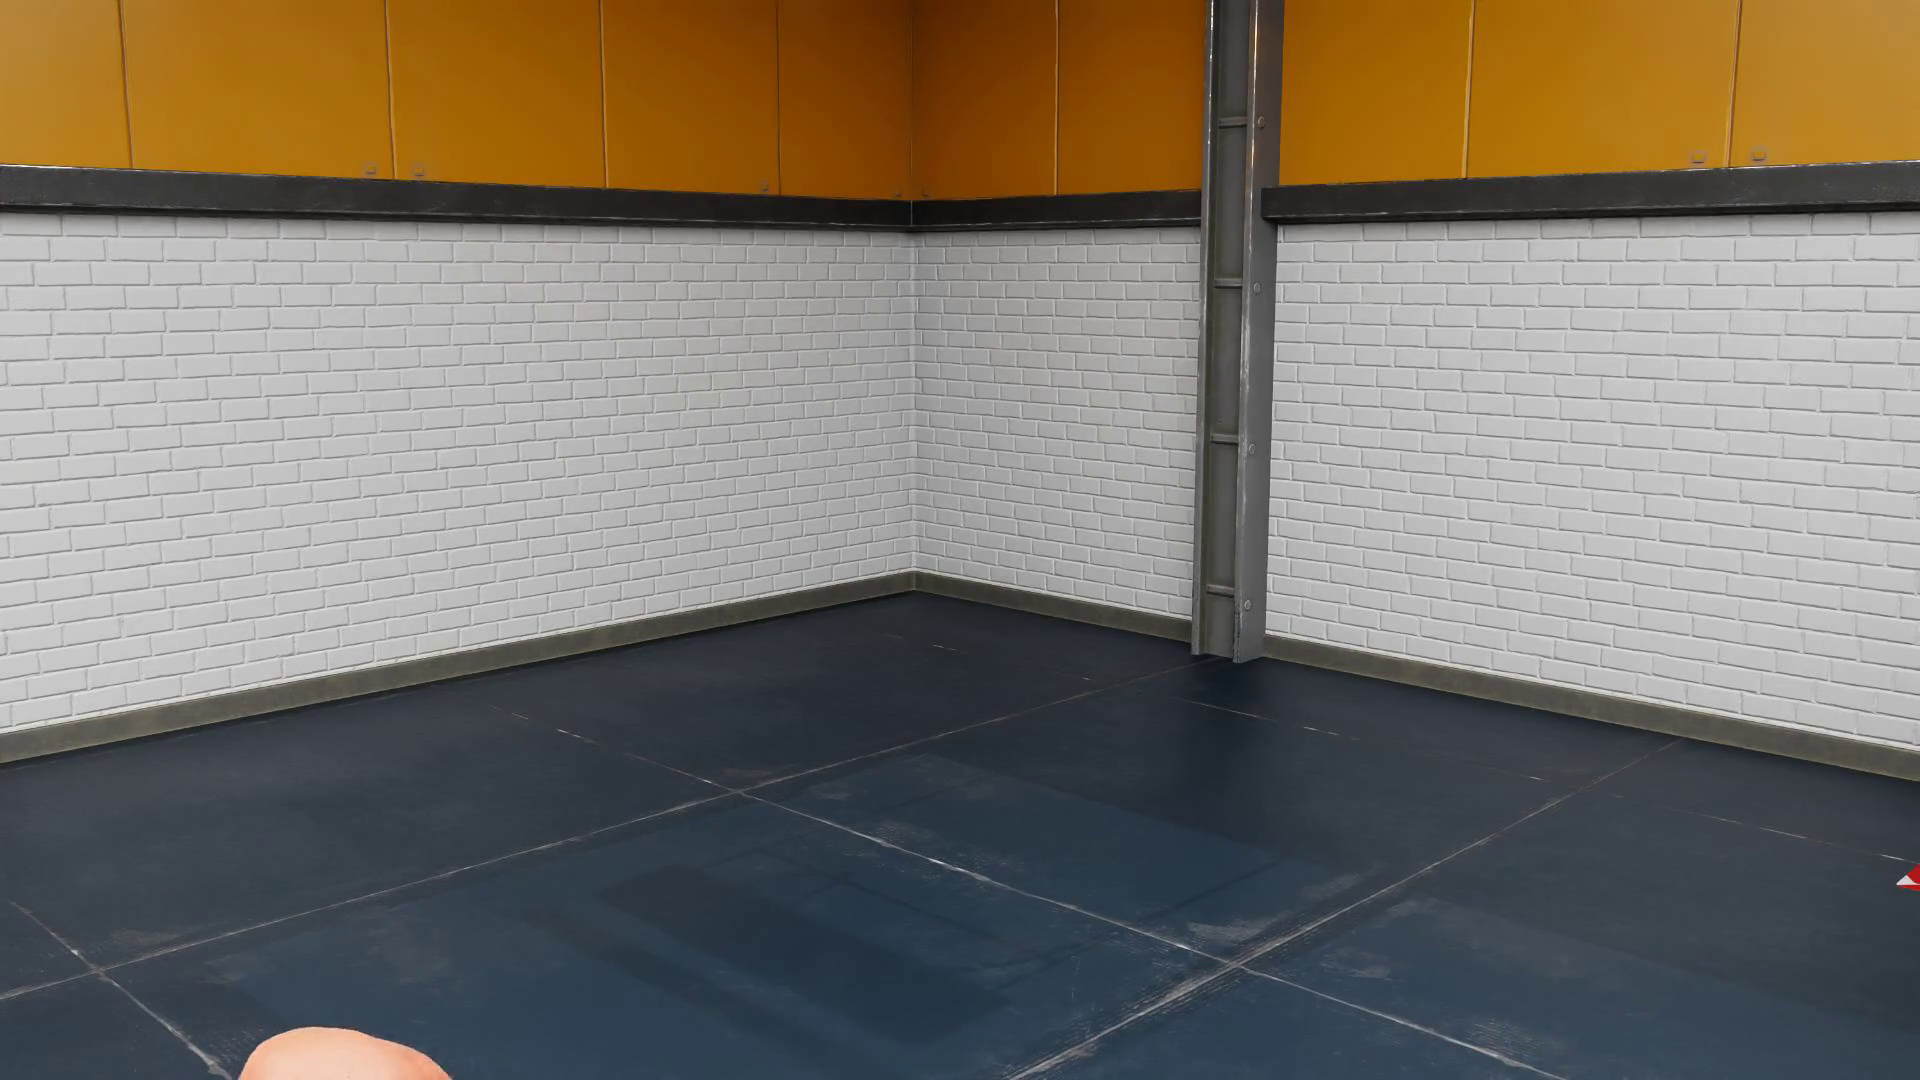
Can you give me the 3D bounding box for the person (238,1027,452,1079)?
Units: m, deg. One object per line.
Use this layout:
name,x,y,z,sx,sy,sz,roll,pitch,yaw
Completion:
person,-0.460,1.402,1.637,0.846,1.915,0.551,0,9,2
